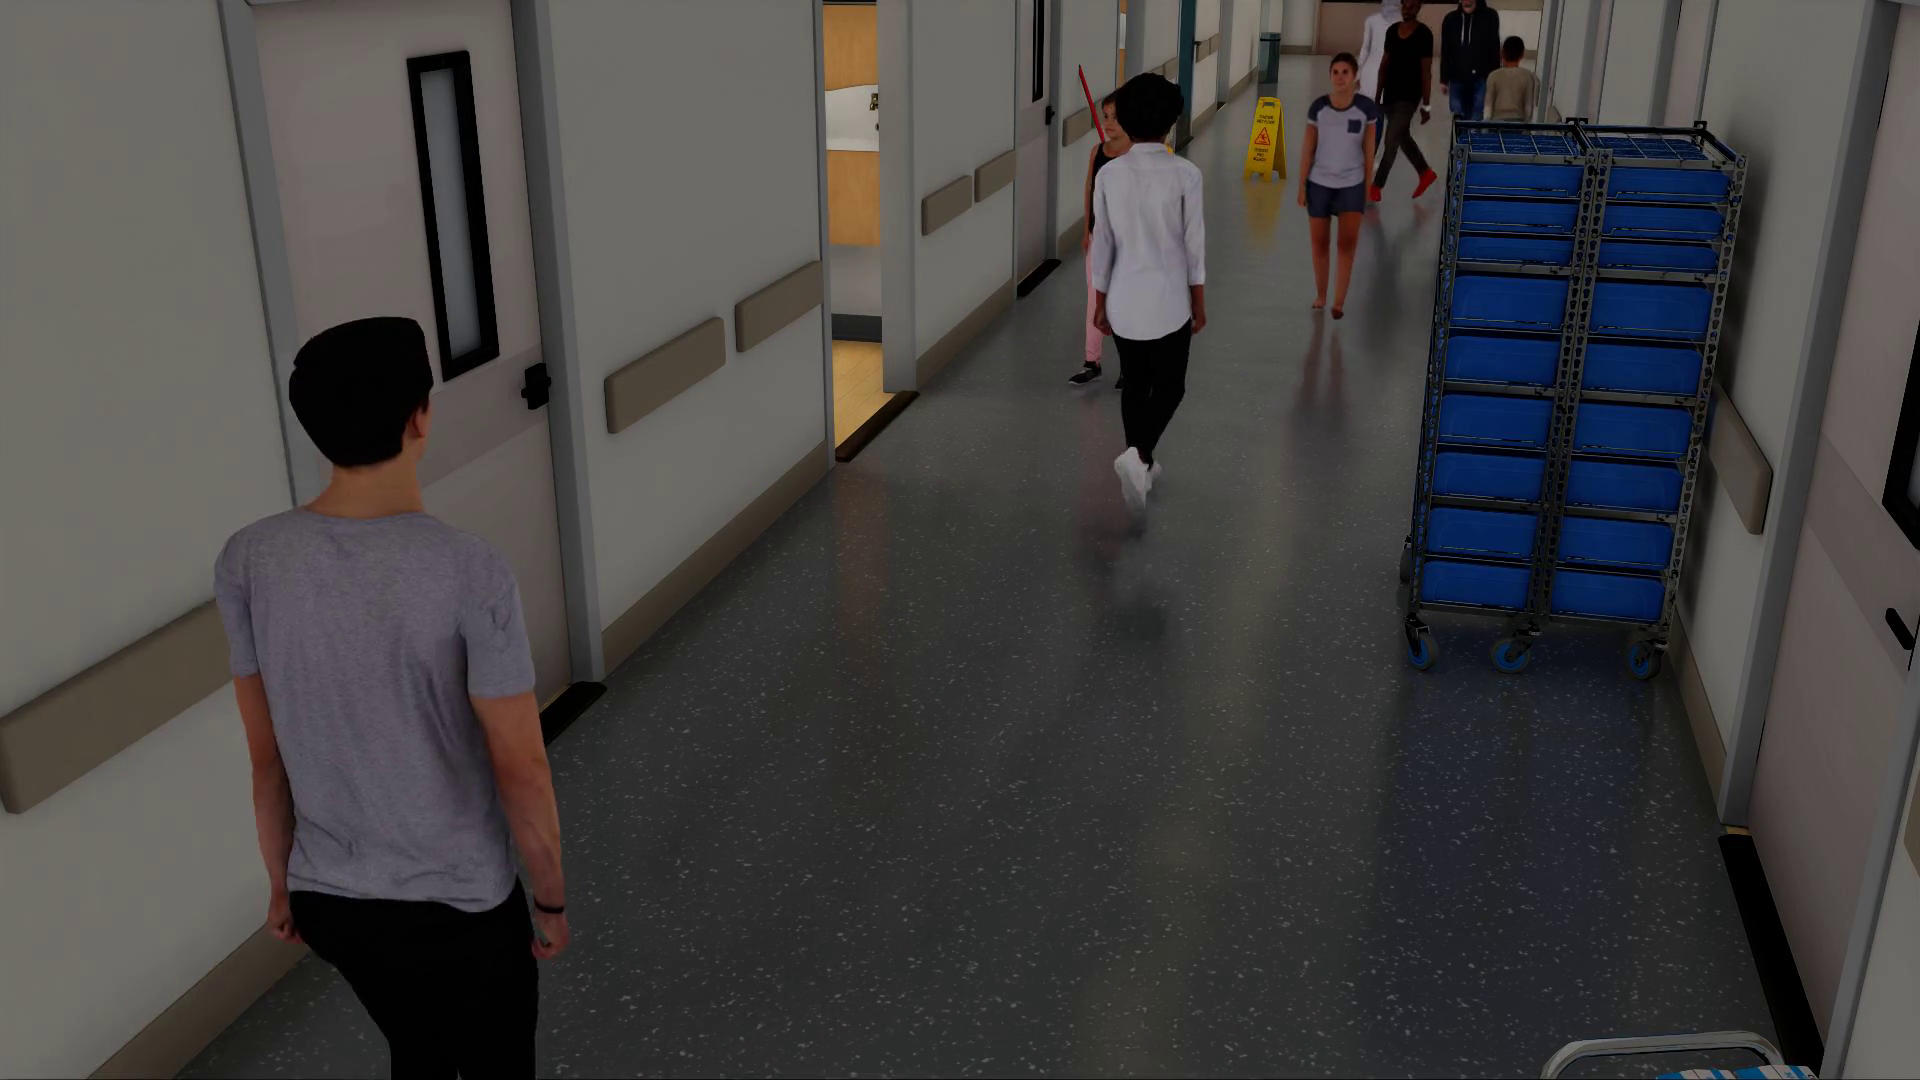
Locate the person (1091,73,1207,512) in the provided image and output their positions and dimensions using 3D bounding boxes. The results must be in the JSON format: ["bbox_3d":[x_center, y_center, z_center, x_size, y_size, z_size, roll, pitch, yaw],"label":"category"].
[{"bbox_3d":[0.775,-0.990,6.902,0.718,1.791,1.038,8,22,20],"label":"person"}]

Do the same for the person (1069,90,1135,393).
[{"bbox_3d":[0.817,-1.566,8.742,0.581,1.564,0.575,11,23,27],"label":"person"}]

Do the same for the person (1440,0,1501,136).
[{"bbox_3d":[4.778,-4.216,15.516,0.880,1.721,0.974,11,24,27],"label":"person"}]

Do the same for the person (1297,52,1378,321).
[{"bbox_3d":[2.349,-2.191,10.356,0.618,1.589,0.932,7,22,17],"label":"person"}]

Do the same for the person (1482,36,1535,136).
[{"bbox_3d":[4.470,-3.349,13.608,0.544,1.452,0.535,6,22,15],"label":"person"}]

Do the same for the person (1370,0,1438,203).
[{"bbox_3d":[3.889,-3.809,14.371,1.247,1.772,1.162,-11,23,-27],"label":"person"}]

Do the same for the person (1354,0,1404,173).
[{"bbox_3d":[4.044,-4.455,16.112,0.720,1.747,0.821,11,23,26],"label":"person"}]

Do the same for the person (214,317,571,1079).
[{"bbox_3d":[-0.919,0.604,2.623,0.660,1.840,0.956,5,21,12],"label":"person"}]
